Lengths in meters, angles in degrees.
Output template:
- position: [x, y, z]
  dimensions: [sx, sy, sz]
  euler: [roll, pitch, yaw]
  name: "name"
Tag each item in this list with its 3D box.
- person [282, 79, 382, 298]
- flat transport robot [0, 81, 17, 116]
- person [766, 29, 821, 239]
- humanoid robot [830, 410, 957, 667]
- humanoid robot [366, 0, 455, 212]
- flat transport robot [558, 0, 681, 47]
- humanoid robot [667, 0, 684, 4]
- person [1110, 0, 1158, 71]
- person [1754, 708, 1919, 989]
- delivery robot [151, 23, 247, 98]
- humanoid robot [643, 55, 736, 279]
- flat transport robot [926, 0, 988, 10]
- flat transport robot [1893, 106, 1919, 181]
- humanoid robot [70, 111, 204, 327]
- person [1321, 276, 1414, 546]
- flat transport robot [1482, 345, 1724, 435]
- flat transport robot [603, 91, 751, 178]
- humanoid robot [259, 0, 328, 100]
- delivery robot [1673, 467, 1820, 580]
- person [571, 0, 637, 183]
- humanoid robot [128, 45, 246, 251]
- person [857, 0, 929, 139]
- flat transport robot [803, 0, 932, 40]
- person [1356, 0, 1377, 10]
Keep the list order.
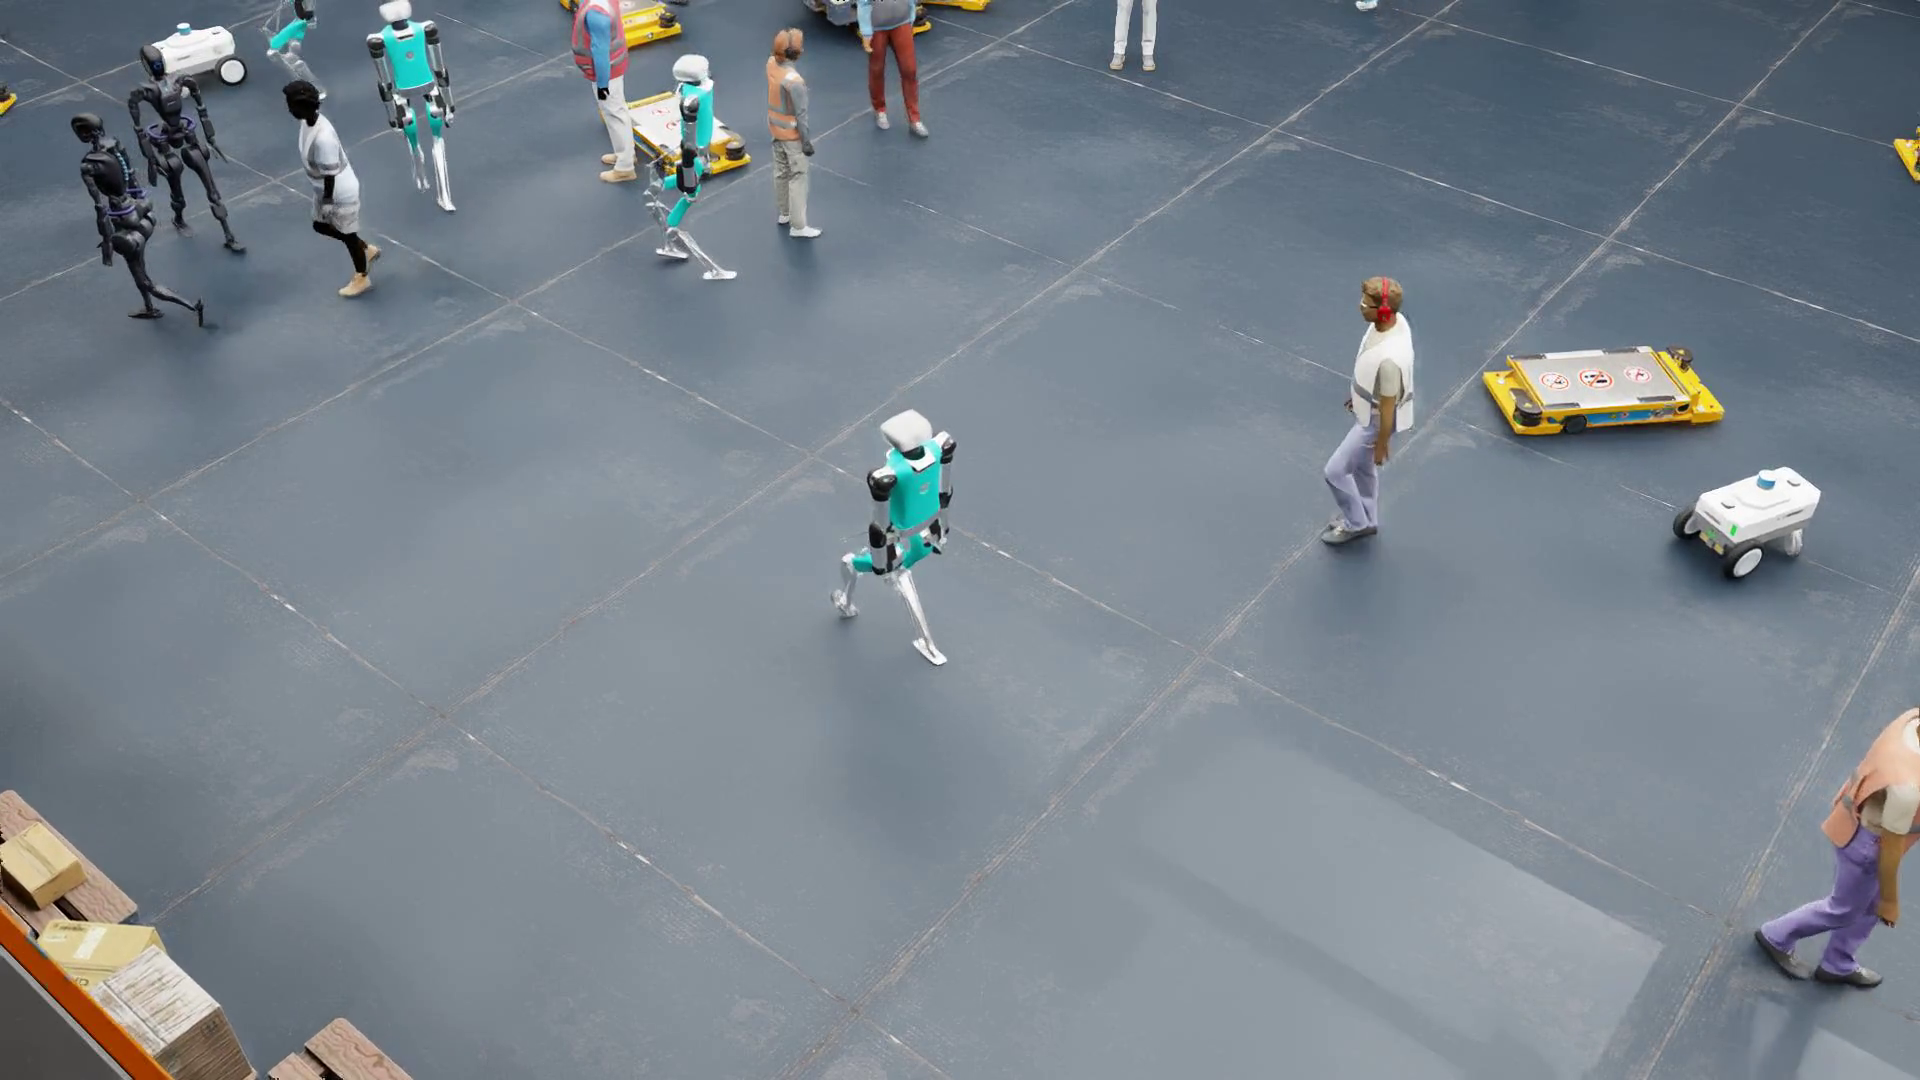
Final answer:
- position: [-4.503, -2.509, 11.940]
  dimensions: [0.386, 1.678, 0.533]
  euler: [-26, 47, -27]
  name: "person"
- position: [-9.108, -3.775, 14.519]
  dimensions: [1.431, 0.231, 0.659]
  euler: [0, 40, 0]
  name: "flat transport robot"
- position: [-1.292, -3.101, 12.674]
  dimensions: [0.311, 1.631, 0.530]
  euler: [-21, 45, -23]
  name: "person"
- position: [-0.457, -0.081, 9.077]
  dimensions: [0.572, 1.796, 0.947]
  euler: [-30, 49, -30]
  name: "humanoid robot"
- position: [-4.272, -3.381, 12.993]
  dimensions: [0.549, 1.885, 0.801]
  euler: [-20, 44, -22]
  name: "humanoid robot"
- position: [-3.336, -5.168, 16.158]
  dimensions: [0.659, 0.231, 1.431]
  euler: [-24, 46, -26]
  name: "flat transport robot"
- position: [-2.923, -6.072, 16.174]
  dimensions: [0.613, 1.645, 0.677]
  euler: [-23, 45, -25]
  name: "humanoid robot"
- position: [1.617, -5.137, 14.876]
  dimensions: [0.580, 1.882, 0.352]
  euler: [3, 40, 4]
  name: "person"
- position: [4.032, 1.349, 7.287]
  dimensions: [0.549, 1.810, 0.646]
  euler: [24, 46, 25]
  name: "person"
- position: [-6.872, -4.350, 14.979]
  dimensions: [0.772, 0.601, 0.522]
  euler: [-29, 48, -30]
  name: "delivery robot"
- position: [-2.125, -2.701, 12.151]
  dimensions: [0.888, 1.781, 0.578]
  euler: [5, 41, 6]
  name: "humanoid robot"
- position: [-0.393, -5.564, 16.623]
  dimensions: [1.431, 0.231, 0.659]
  euler: [9, 41, 10]
  name: "flat transport robot"
- position: [8.594, -3.146, 13.779]
  dimensions: [1.431, 0.231, 0.659]
  euler: [6, 41, 6]
  name: "flat transport robot"
- position: [-5.763, -2.237, 11.640]
  dimensions: [0.670, 1.629, 0.616]
  euler: [2, 40, 3]
  name: "humanoid robot"
- position: [2.372, -0.722, 9.725]
  dimensions: [0.525, 1.818, 0.604]
  euler: [5, 41, 6]
  name: "person"
- position: [4.356, -1.015, 11.272]
  dimensions: [1.431, 0.231, 0.659]
  euler: [-5, 41, -5]
  name: "flat transport robot"
- position: [-2.428, -3.460, 14.149]
  dimensions: [0.659, 0.231, 1.431]
  euler: [-25, 46, -27]
  name: "flat transport robot"
- position: [-5.835, -4.601, 14.387]
  dimensions: [0.715, 1.829, 0.564]
  euler: [-13, 42, -15]
  name: "humanoid robot"
- position: [4.771, -0.145, 10.026]
  dimensions: [0.764, 0.592, 0.521]
  euler: [-16, 43, -18]
  name: "delivery robot"
- position: [-2.861, -3.769, 13.311]
  dimensions: [0.431, 1.836, 0.619]
  euler: [-4, 41, -5]
  name: "person"
- position: [-5.882, -2.966, 12.519]
  dimensions: [0.589, 1.618, 0.799]
  euler: [-33, 50, -33]
  name: "humanoid robot"
- position: [-0.568, -4.238, 13.841]
  dimensions: [0.559, 1.853, 0.751]
  euler: [-15, 42, -16]
  name: "person"
- position: [-0.945, -5.216, 16.214]
  dimensions: [0.659, 0.231, 1.431]
  euler: [-24, 46, -26]
  name: "flat transport robot"
- position: [3.913, -6.041, 16.085]
  dimensions: [0.498, 1.684, 0.867]
  euler: [-19, 44, -20]
  name: "person"
